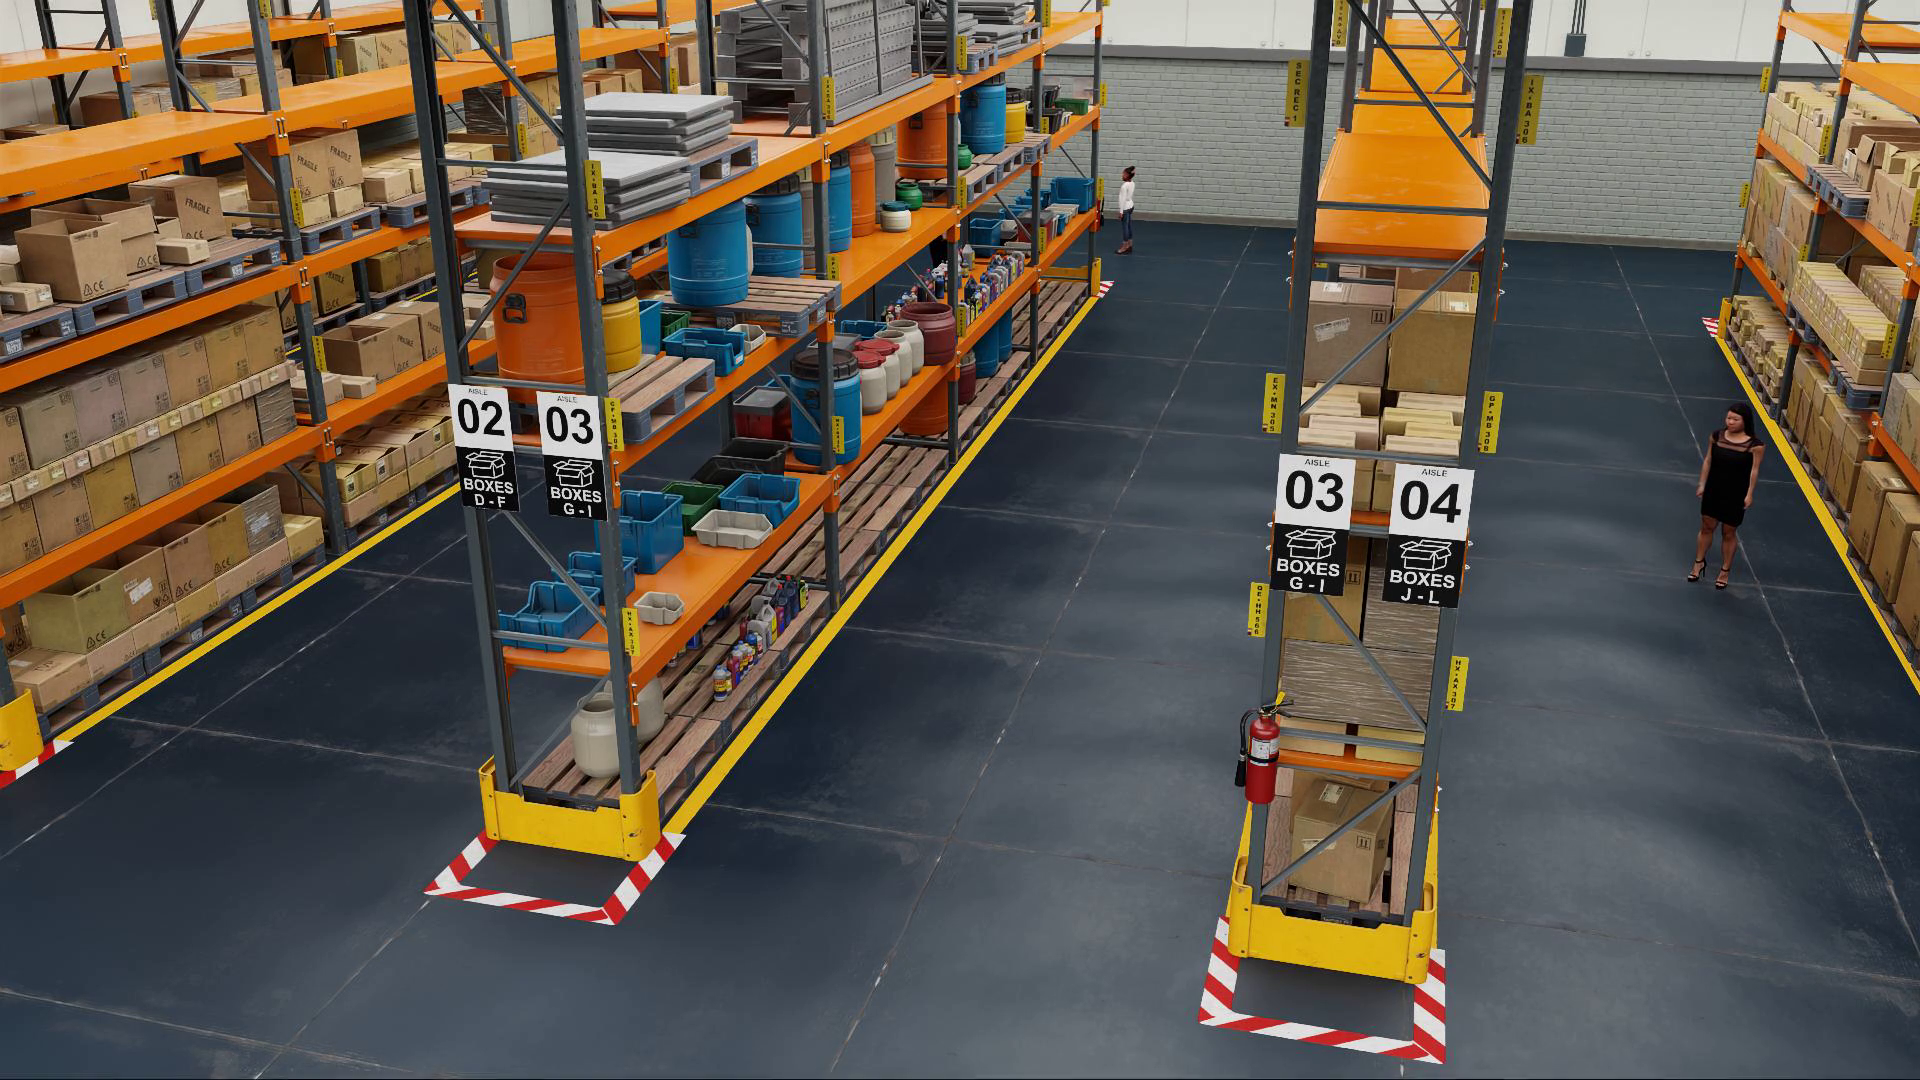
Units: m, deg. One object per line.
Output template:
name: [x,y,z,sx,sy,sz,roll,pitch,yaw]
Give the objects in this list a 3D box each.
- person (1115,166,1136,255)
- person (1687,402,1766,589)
person: [2.776,-5.506,27.677,0.623,1.452,0.483,11,25,24]
person: [6.842,-0.407,14.860,0.769,1.718,0.755,-20,30,-41]
